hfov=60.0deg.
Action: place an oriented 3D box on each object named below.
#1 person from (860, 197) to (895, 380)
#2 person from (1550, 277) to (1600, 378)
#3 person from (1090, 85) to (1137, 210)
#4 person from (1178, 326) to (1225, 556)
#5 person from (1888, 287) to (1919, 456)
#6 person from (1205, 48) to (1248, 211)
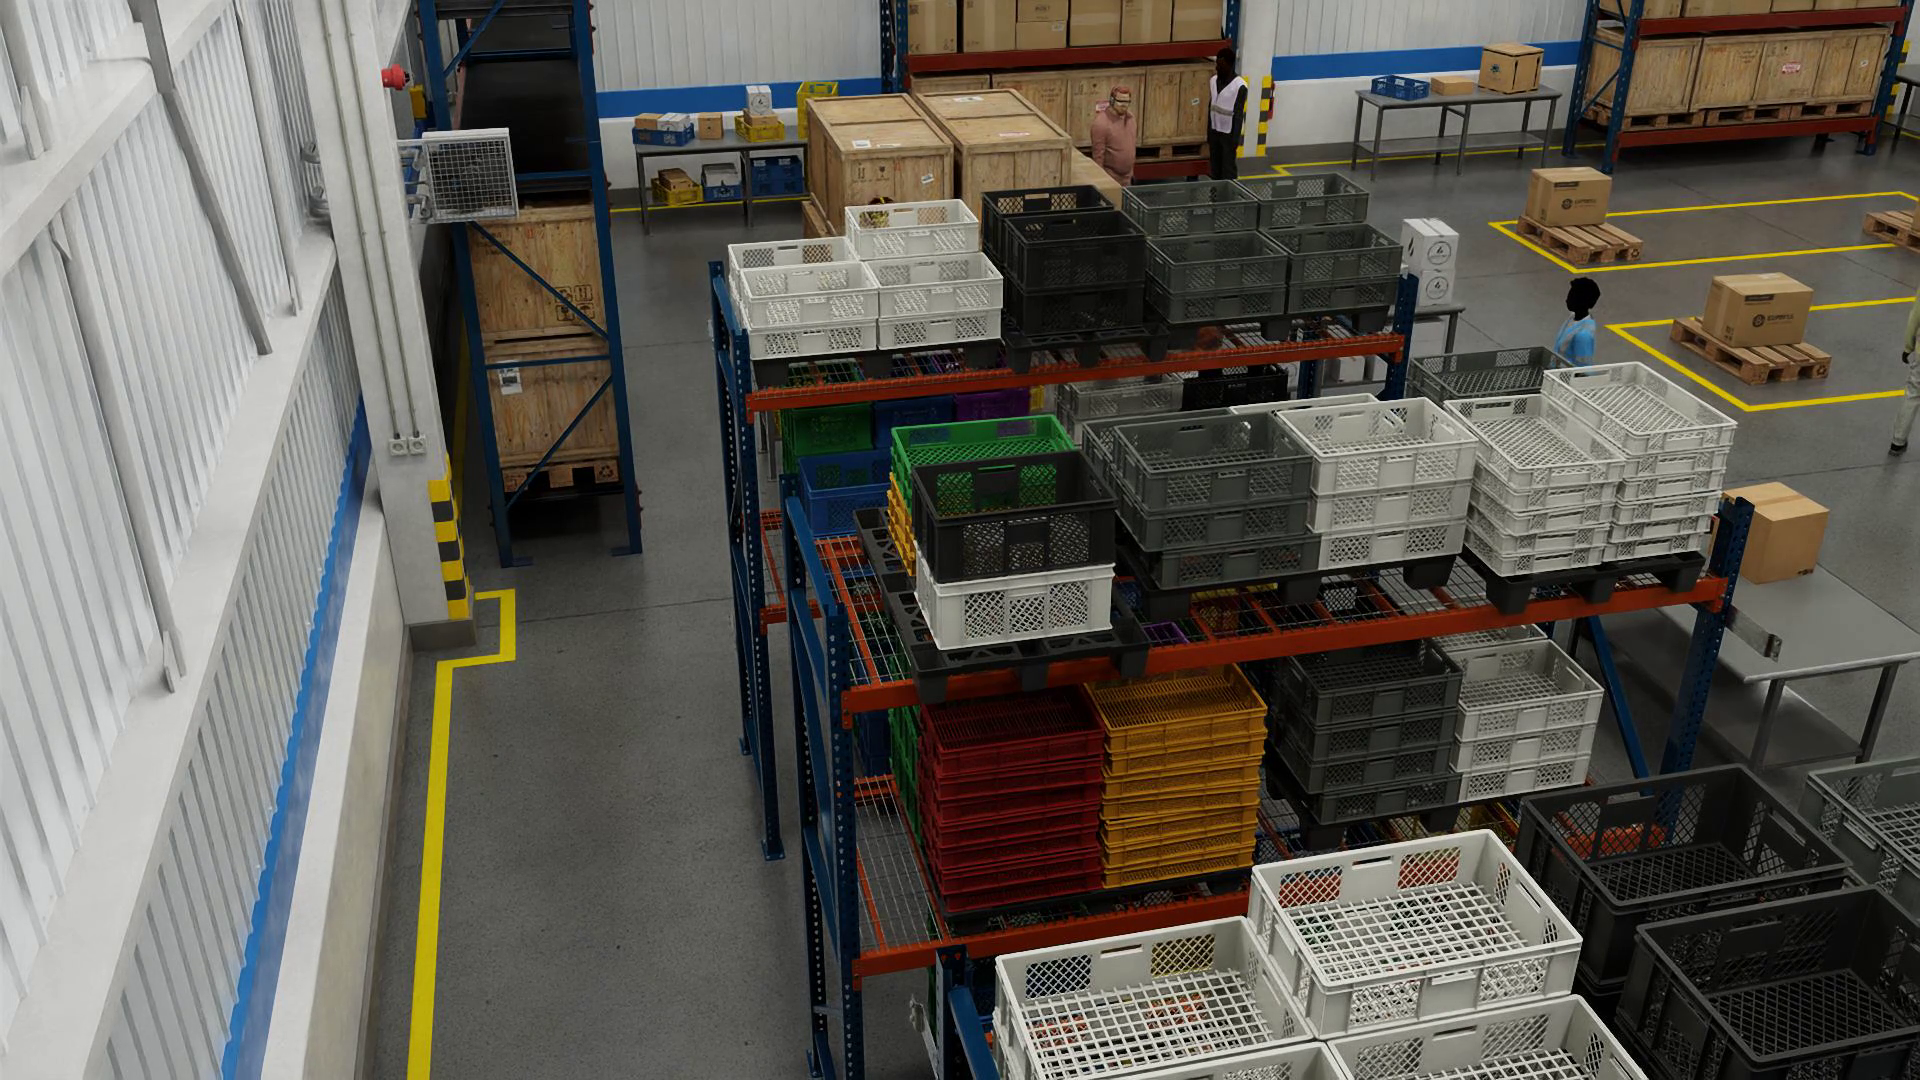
[{"bbox_3d":[-0.813,-2.013,14.215,0.862,1.825,0.560,-17,32,-29],"label":"person"},{"bbox_3d":[4.665,-1.194,12.763,0.316,1.695,0.542,5,28,9],"label":"person"},{"bbox_3d":[1.645,-3.844,17.575,0.403,1.904,0.637,24,36,38],"label":"person"},{"bbox_3d":[1.671,-0.640,11.528,0.419,1.876,0.614,-11,30,-20],"label":"person"},{"bbox_3d":[7.814,-1.500,13.200,0.403,1.830,0.600,-24,36,-38],"label":"person"},{"bbox_3d":[3.049,-4.701,19.197,0.391,1.911,0.581,-16,32,-28],"label":"person"}]
